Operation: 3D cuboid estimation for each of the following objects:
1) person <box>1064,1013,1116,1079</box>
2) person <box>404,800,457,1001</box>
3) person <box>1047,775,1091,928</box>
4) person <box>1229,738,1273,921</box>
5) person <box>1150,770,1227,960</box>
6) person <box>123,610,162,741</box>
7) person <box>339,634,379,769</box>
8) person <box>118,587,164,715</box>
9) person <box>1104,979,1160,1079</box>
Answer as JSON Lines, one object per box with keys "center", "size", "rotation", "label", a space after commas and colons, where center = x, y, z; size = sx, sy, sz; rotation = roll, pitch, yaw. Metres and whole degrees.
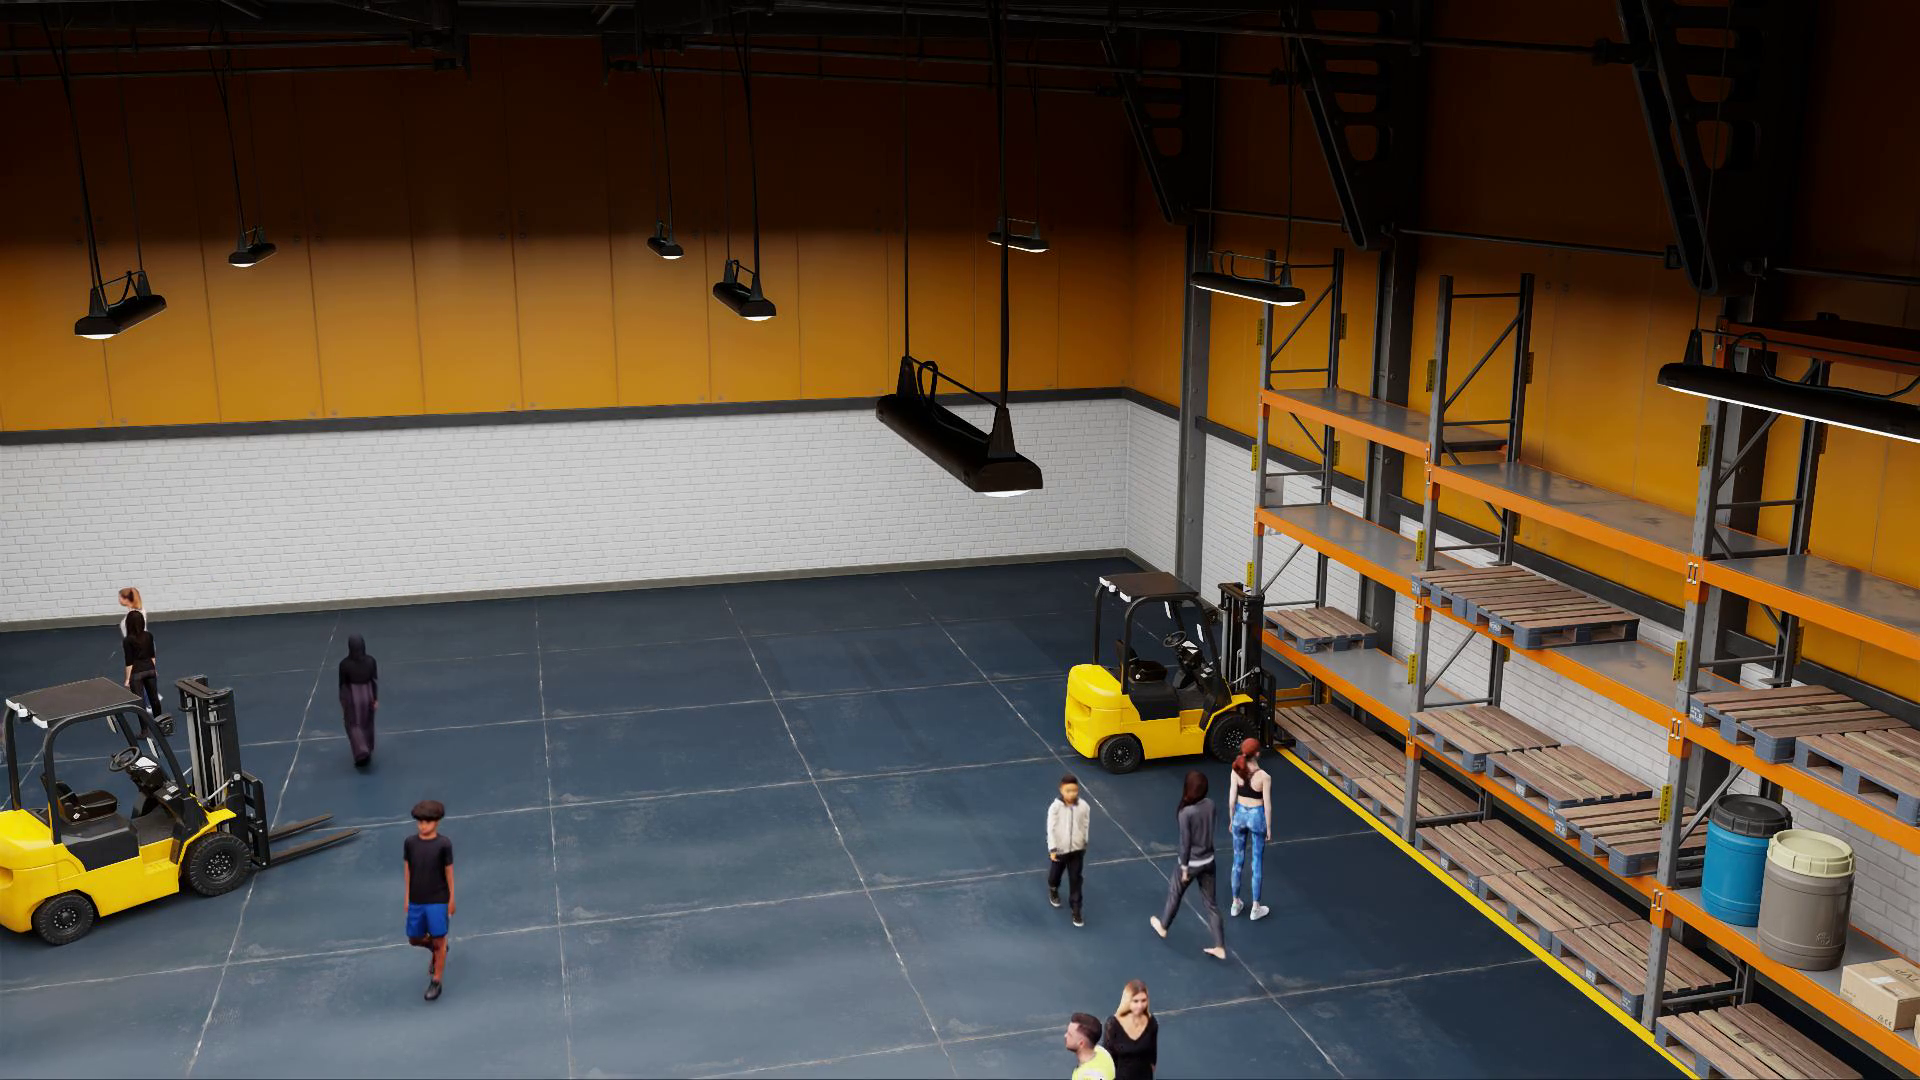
{"center": [0.918, 3.962, 10.866], "size": [0.977, 1.827, 0.929], "rotation": [3, 14, 13], "label": "person"}
{"center": [-4.612, 3.090, 14.551], "size": [0.807, 1.786, 0.962], "rotation": [2, 14, 7], "label": "person"}
{"center": [1.009, 2.917, 15.998], "size": [0.631, 1.441, 1.007], "rotation": [-2, 14, -10], "label": "person"}
{"center": [2.775, 2.754, 15.943], "size": [0.673, 1.785, 0.730], "rotation": [7, 15, 28], "label": "person"}
{"center": [2.219, 2.985, 15.136], "size": [0.879, 1.715, 1.204], "rotation": [-9, 16, -33], "label": "person"}
{"center": [-10.190, 1.668, 20.731], "size": [0.696, 1.642, 0.633], "rotation": [7, 15, 28], "label": "person"}
{"center": [-7.158, 1.914, 19.800], "size": [0.812, 1.601, 1.101], "rotation": [-9, 16, -32], "label": "person"}
{"center": [-10.553, 1.437, 21.529], "size": [0.776, 1.716, 0.676], "rotation": [0, 14, 0], "label": "person"}
{"center": [1.166, 3.838, 11.740], "size": [0.626, 1.657, 0.943], "rotation": [-2, 14, -9], "label": "person"}
